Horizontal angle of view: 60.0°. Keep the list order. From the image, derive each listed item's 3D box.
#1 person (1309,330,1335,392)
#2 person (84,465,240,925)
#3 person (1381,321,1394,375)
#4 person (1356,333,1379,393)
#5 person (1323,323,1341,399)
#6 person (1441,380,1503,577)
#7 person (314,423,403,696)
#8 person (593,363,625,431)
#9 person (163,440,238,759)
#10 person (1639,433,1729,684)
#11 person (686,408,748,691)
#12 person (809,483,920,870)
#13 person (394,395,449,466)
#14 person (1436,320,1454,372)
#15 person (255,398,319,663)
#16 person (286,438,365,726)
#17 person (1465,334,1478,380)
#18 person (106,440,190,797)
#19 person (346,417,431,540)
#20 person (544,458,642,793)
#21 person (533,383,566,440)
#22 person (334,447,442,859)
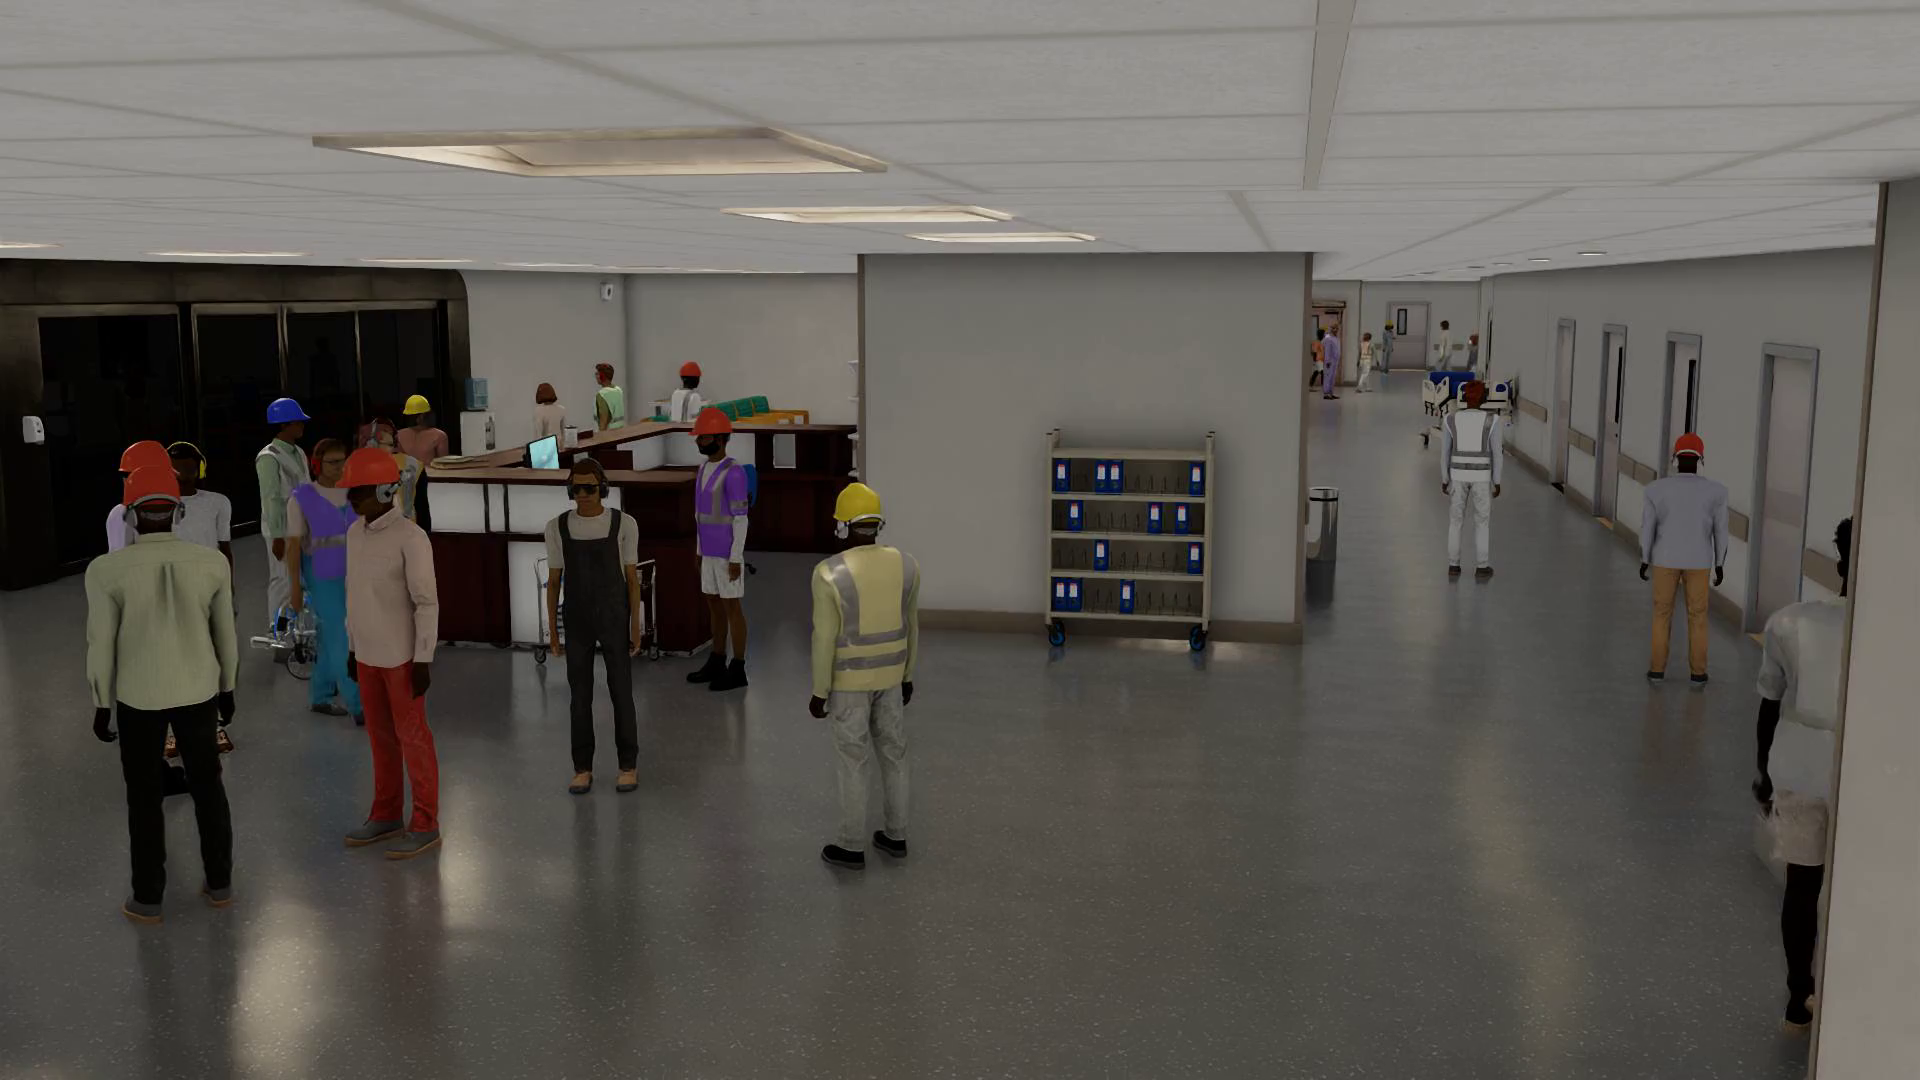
[{"bbox_3d":[9.671,-4.777,44.403,0.765,1.660,0.545,4,10,27],"label":"person"},{"bbox_3d":[-3.483,0.663,7.290,0.623,1.985,0.425,-8,12,-42],"label":"person"},{"bbox_3d":[13.714,-6.147,53.253,0.490,1.743,0.324,-7,11,-38],"label":"person"},{"bbox_3d":[10.812,-4.732,44.356,0.868,1.595,0.506,-6,11,-37],"label":"person"},{"bbox_3d":[9.317,-4.463,41.561,0.401,1.904,0.641,6,11,36],"label":"person"},{"bbox_3d":[4.882,-0.583,15.875,0.573,1.883,0.356,5,10,29],"label":"person"},{"bbox_3d":[-3.933,0.167,10.924,0.722,1.876,0.661,0,9,0],"label":"person"},{"bbox_3d":[-4.280,-1.235,20.323,0.390,1.846,0.564,2,9,10],"label":"person"},{"bbox_3d":[-4.520,0.348,9.764,0.508,1.864,0.329,-4,9,-23],"label":"person"},{"bbox_3d":[5.038,0.126,11.597,0.573,1.746,0.347,3,9,21],"label":"person"},{"bbox_3d":[-1.664,0.063,11.401,0.370,1.939,0.543,-6,11,-36],"label":"person"},{"bbox_3d":[-0.468,0.643,7.905,0.592,1.832,0.404,-6,11,-37],"label":"person"},{"bbox_3d":[-5.048,-0.481,15.597,0.524,1.764,0.329,0,9,0],"label":"person"},{"bbox_3d":[13.152,-4.997,45.102,0.698,1.902,0.688,-8,12,-42],"label":"person"},{"bbox_3d":[-4.940,-0.071,12.245,0.379,1.951,0.606,0,9,-1],"label":"person"},{"bbox_3d":[-3.858,0.269,10.485,0.901,1.808,0.571,4,9,25],"label":"person"},{"bbox_3d":[12.847,-4.329,41.612,0.471,1.618,0.518,1,9,5],"label":"person"},{"bbox_3d":[-4.391,0.424,9.049,0.550,1.928,0.389,8,12,44],"label":"person"},{"bbox_3d":[-4.113,0.039,11.922,0.627,1.835,0.429,-3,9,-19],"label":"person"},{"bbox_3d":[-1.993,0.466,9.071,0.508,1.842,0.352,-1,9,-5],"label":"person"},{"bbox_3d":[-4.904,-1.061,19.871,0.284,1.633,0.498,5,10,31],"label":"person"},{"bbox_3d":[-2.778,0.542,8.040,0.623,1.991,0.396,6,11,36],"label":"person"}]
